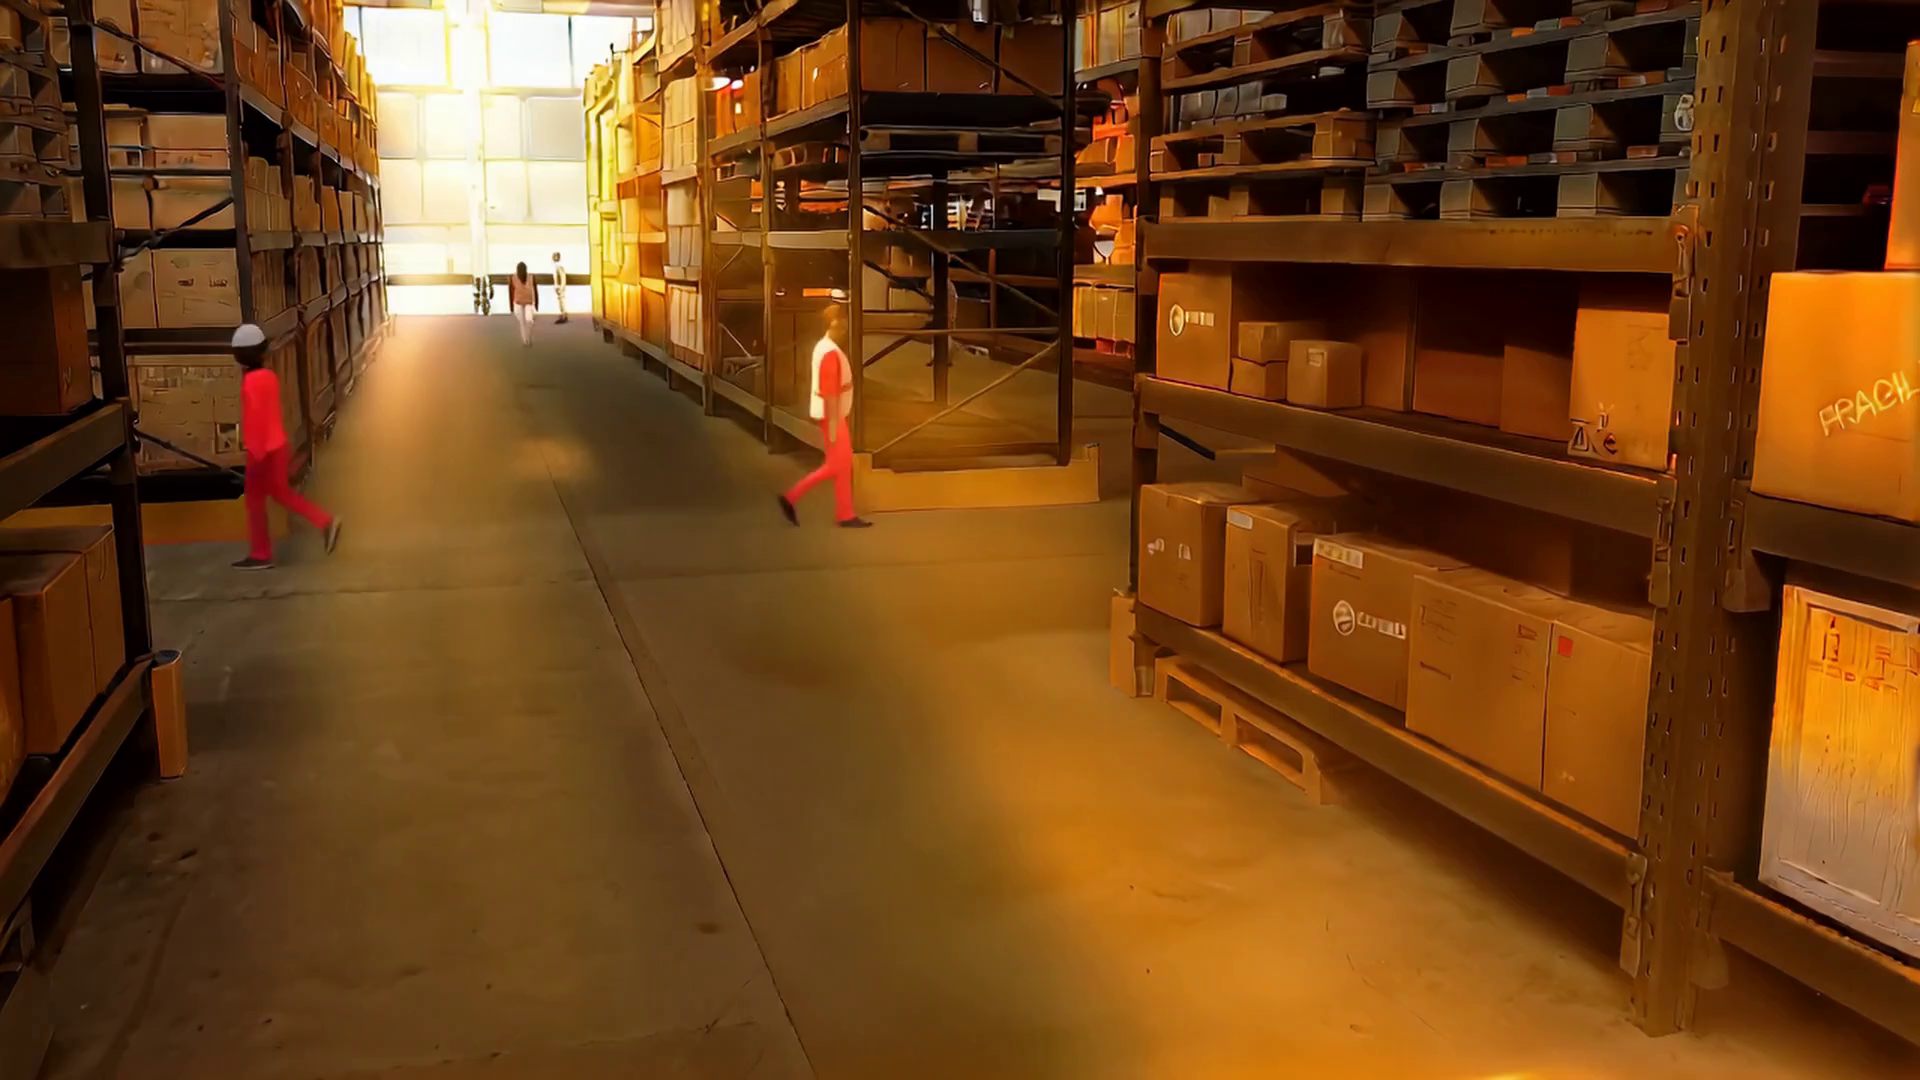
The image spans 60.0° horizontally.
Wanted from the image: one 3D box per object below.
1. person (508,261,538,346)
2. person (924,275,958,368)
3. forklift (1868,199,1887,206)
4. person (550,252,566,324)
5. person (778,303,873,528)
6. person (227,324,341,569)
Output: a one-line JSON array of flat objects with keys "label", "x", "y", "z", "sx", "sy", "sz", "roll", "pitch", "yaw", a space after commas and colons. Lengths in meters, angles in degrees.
[{"label": "person", "x": -9.412, "y": -5.092, "z": 35.870, "sx": 0.647, "sy": 1.824, "sz": 0.444, "roll": -5, "pitch": 11, "yaw": -23}, {"label": "person", "x": -0.369, "y": -4.025, "z": 29.804, "sx": 0.639, "sy": 1.910, "sz": 0.407, "roll": 6, "pitch": 12, "yaw": 30}, {"label": "forklift", "x": 11.338, "y": -2.915, "z": 21.052, "sx": 1.129, "sy": 2.768, "sz": 1.873, "roll": -3, "pitch": 11, "yaw": -17}, {"label": "person", "x": -10.904, "y": -6.839, "z": 45.146, "sx": 0.379, "sy": 1.938, "sz": 0.547, "roll": -1, "pitch": 10, "yaw": -6}, {"label": "person", "x": -1.079, "y": -0.976, "z": 13.317, "sx": 0.690, "sy": 1.827, "sz": 0.566, "roll": -1, "pitch": 10, "yaw": -6}, {"label": "person", "x": -4.830, "y": -0.659, "z": 11.780, "sx": 0.685, "sy": 1.746, "sz": 0.531, "roll": -1, "pitch": 10, "yaw": -6}]
